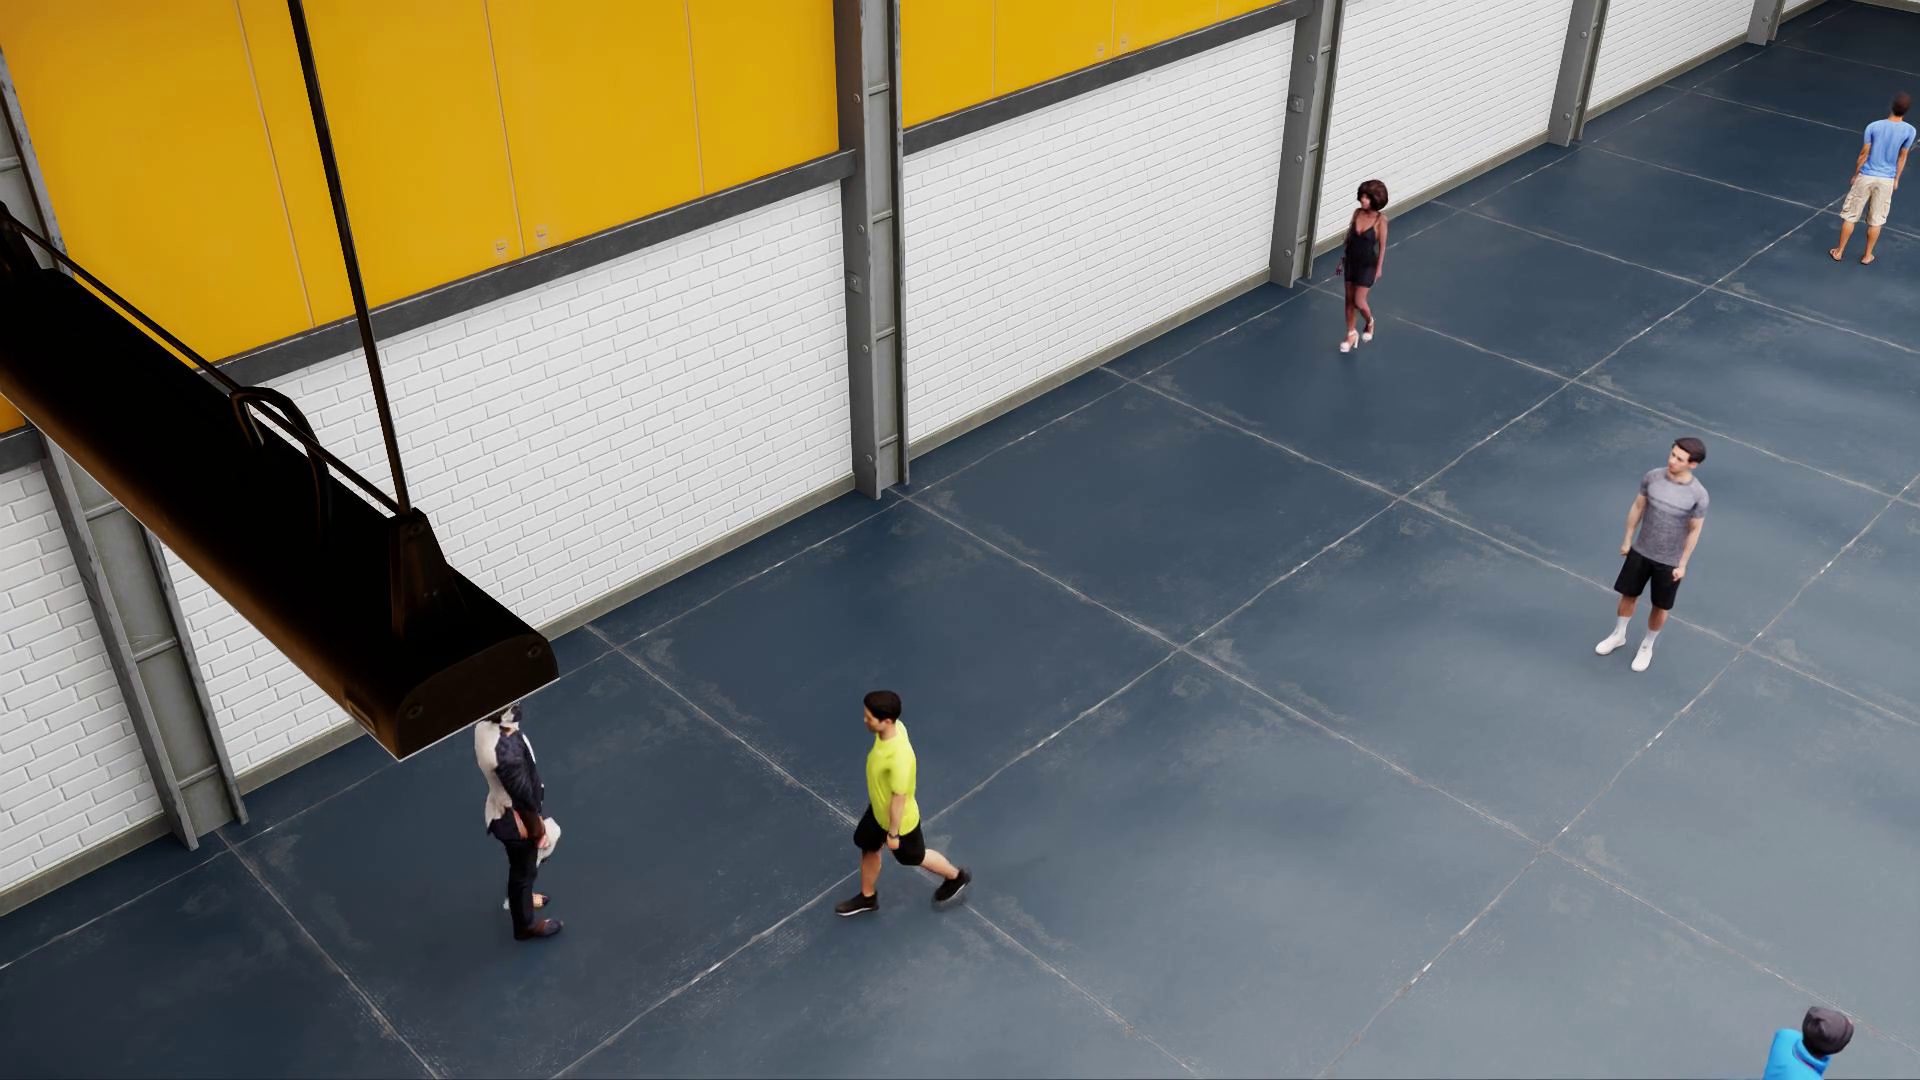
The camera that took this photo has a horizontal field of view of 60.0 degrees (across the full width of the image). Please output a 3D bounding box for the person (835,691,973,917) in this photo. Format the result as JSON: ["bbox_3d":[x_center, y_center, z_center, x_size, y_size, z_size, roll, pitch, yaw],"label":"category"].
[{"bbox_3d":[-0.309,1.571,9.844,1.167,1.674,0.902,-13,36,-18],"label":"person"}]

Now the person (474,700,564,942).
[{"bbox_3d":[-2.647,1.602,9.610,0.798,1.881,0.786,-10,35,-15],"label":"person"}]

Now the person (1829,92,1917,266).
[{"bbox_3d":[9.856,-3.889,17.889,0.719,1.862,0.697,13,36,19],"label":"person"}]

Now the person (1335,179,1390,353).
[{"bbox_3d":[3.929,-2.657,16.111,0.679,1.778,0.573,-26,42,-34],"label":"person"}]

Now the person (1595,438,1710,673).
[{"bbox_3d":[5.019,0.073,11.918,0.546,1.872,0.648,-27,42,-35],"label":"person"}]

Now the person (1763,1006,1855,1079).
[{"bbox_3d":[3.741,2.827,7.870,1.153,1.767,1.113,1,34,1],"label":"person"}]
